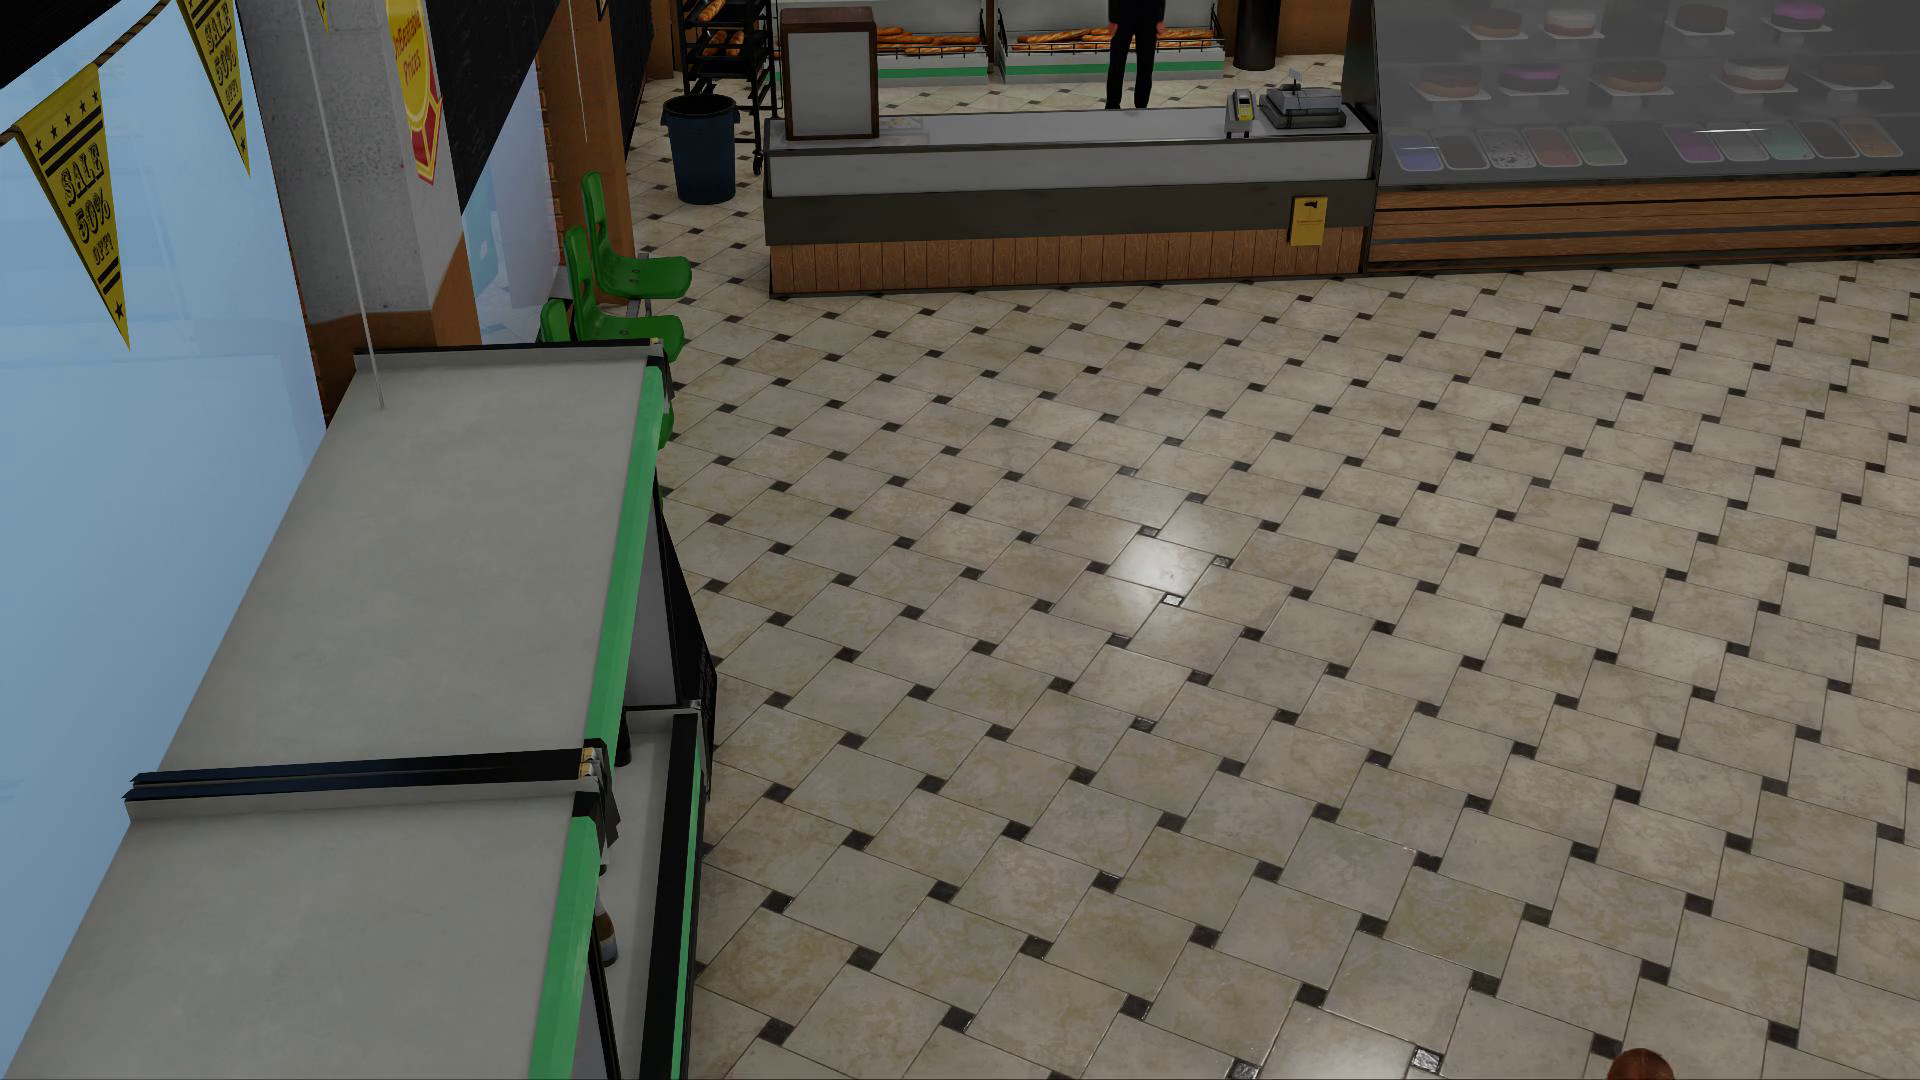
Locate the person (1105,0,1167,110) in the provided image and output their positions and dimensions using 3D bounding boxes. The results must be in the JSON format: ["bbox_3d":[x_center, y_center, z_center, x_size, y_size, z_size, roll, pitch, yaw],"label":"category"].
[{"bbox_3d":[1.431,-4.243,13.477,0.620,1.863,0.575,-2,32,-3],"label":"person"}]
